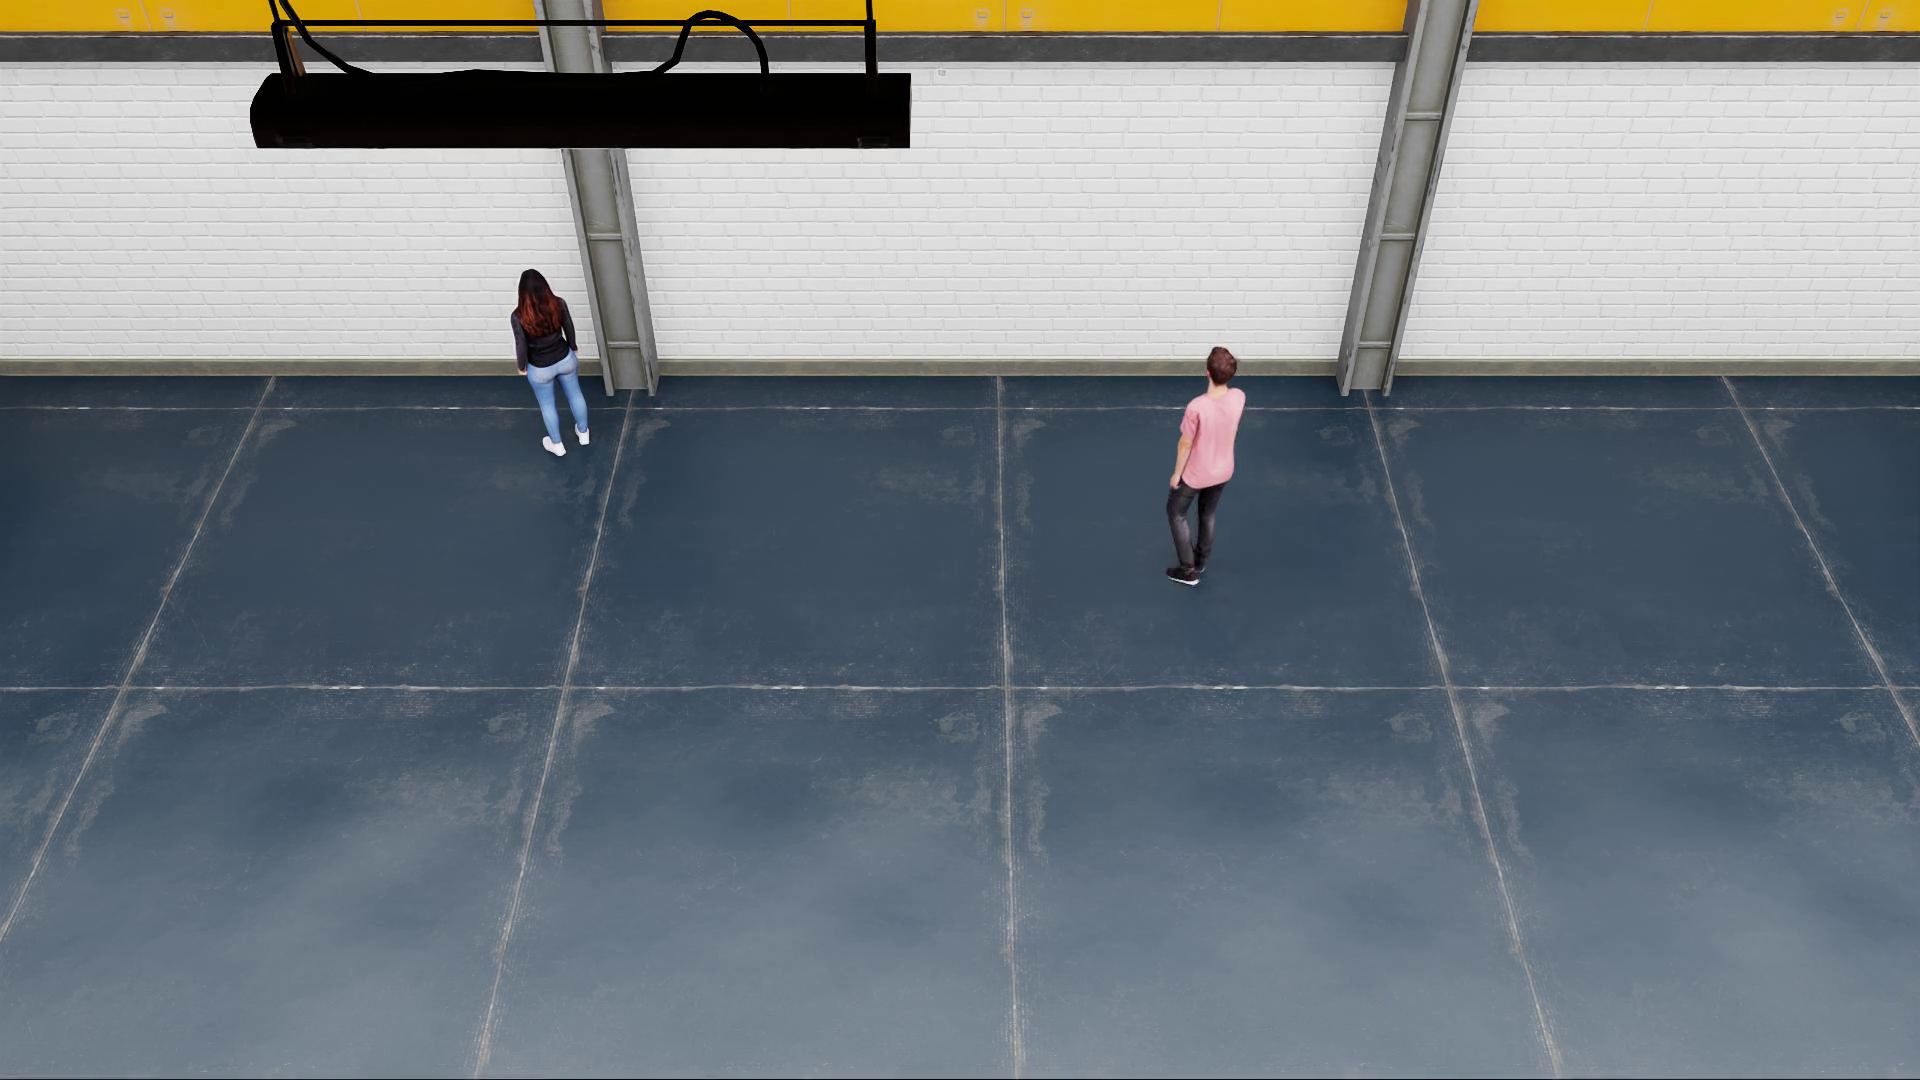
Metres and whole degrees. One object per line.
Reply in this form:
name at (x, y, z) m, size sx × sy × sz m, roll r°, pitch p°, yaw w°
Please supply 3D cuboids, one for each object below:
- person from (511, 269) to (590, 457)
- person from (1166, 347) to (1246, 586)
person at (-3.096, -1.352, 12.571) m, size 0.685 × 1.634 × 0.780 m, roll -25°, pitch 49°, yaw -24°
person at (1.707, -0.457, 11.399) m, size 0.771 × 1.955 × 0.857 m, roll -20°, pitch 47°, yaw -20°
